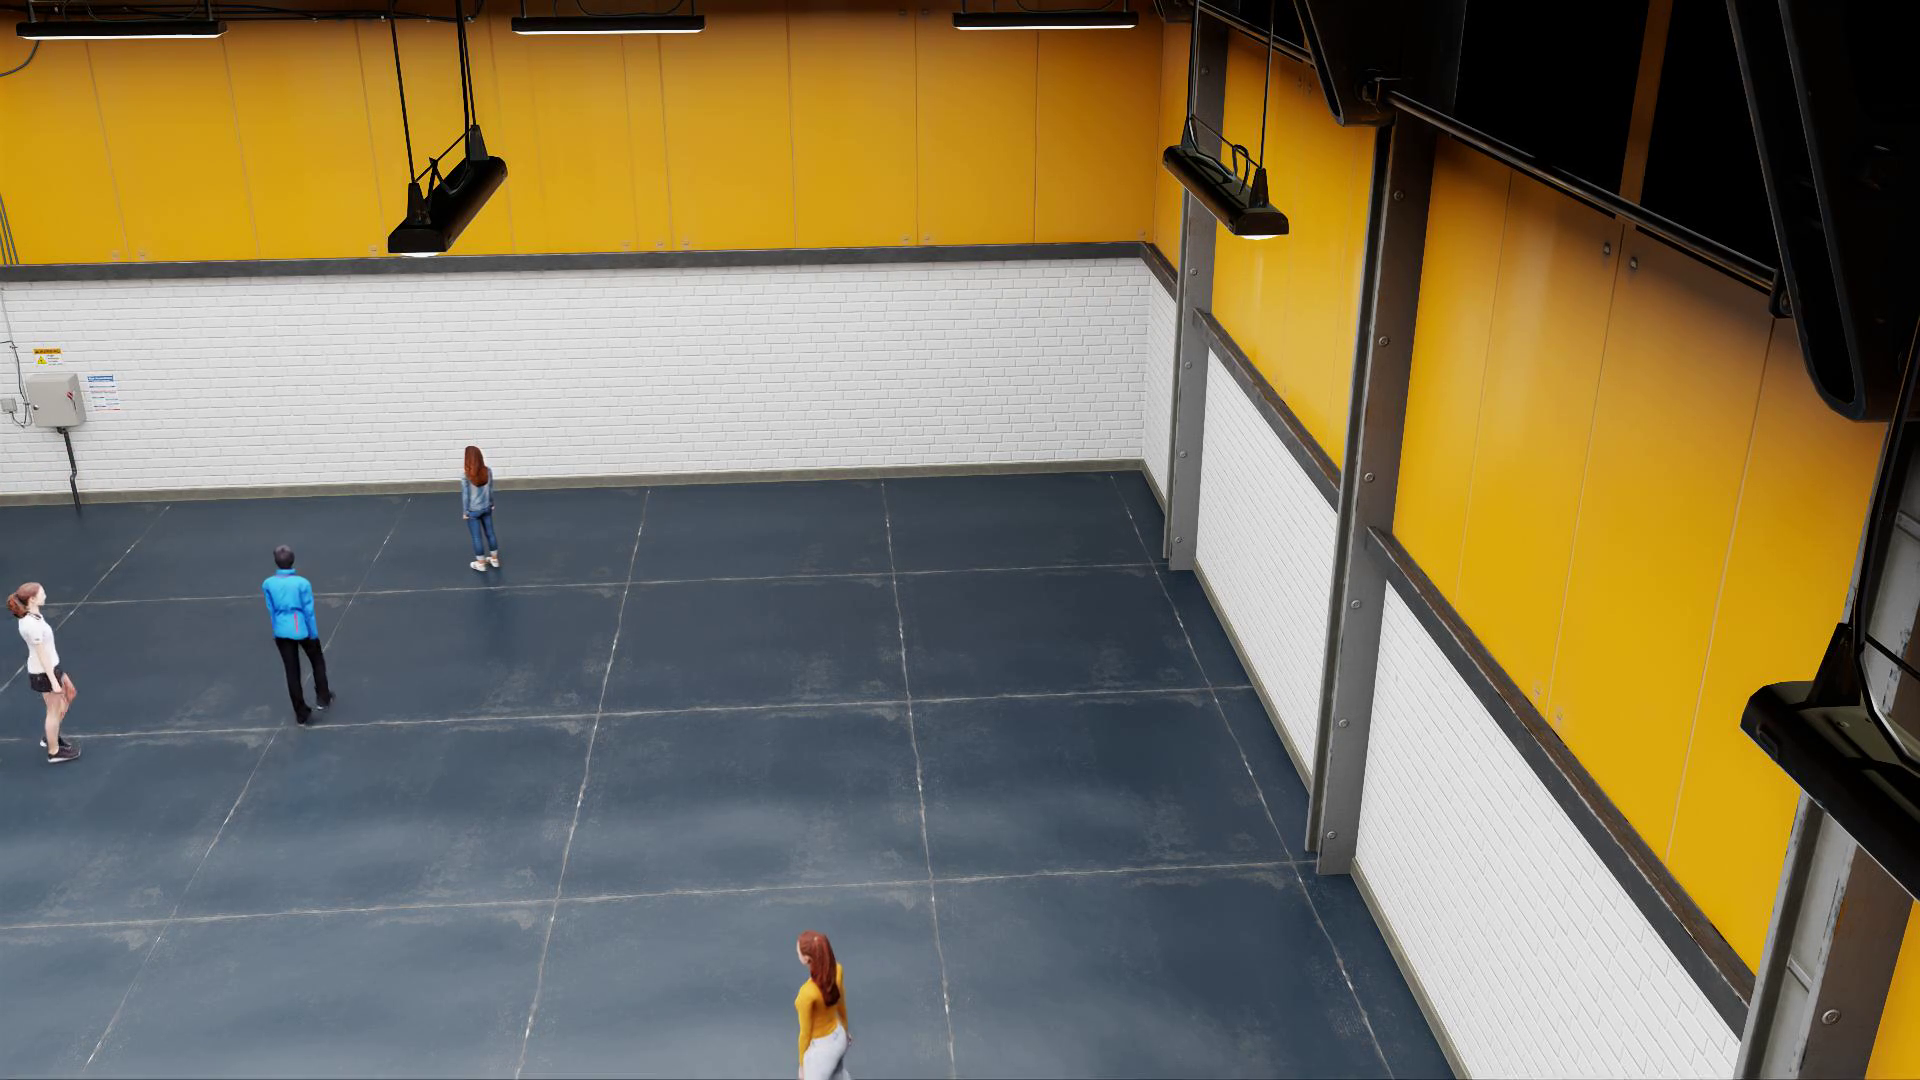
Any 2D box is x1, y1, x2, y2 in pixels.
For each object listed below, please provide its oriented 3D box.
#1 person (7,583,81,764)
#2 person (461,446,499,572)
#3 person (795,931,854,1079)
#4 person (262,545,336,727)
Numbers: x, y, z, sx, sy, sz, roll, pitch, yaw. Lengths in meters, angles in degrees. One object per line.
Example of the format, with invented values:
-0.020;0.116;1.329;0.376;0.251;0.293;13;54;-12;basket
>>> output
-8.300;1.218;14.923;0.777;1.737;0.694;-14;27;-29;person
-5.458;-0.365;18.871;0.685;1.475;0.620;18;29;35;person
-0.822;3.193;10.426;1.062;1.720;0.955;12;26;25;person
-6.245;0.927;15.541;0.613;1.775;0.757;-3;24;-7;person
